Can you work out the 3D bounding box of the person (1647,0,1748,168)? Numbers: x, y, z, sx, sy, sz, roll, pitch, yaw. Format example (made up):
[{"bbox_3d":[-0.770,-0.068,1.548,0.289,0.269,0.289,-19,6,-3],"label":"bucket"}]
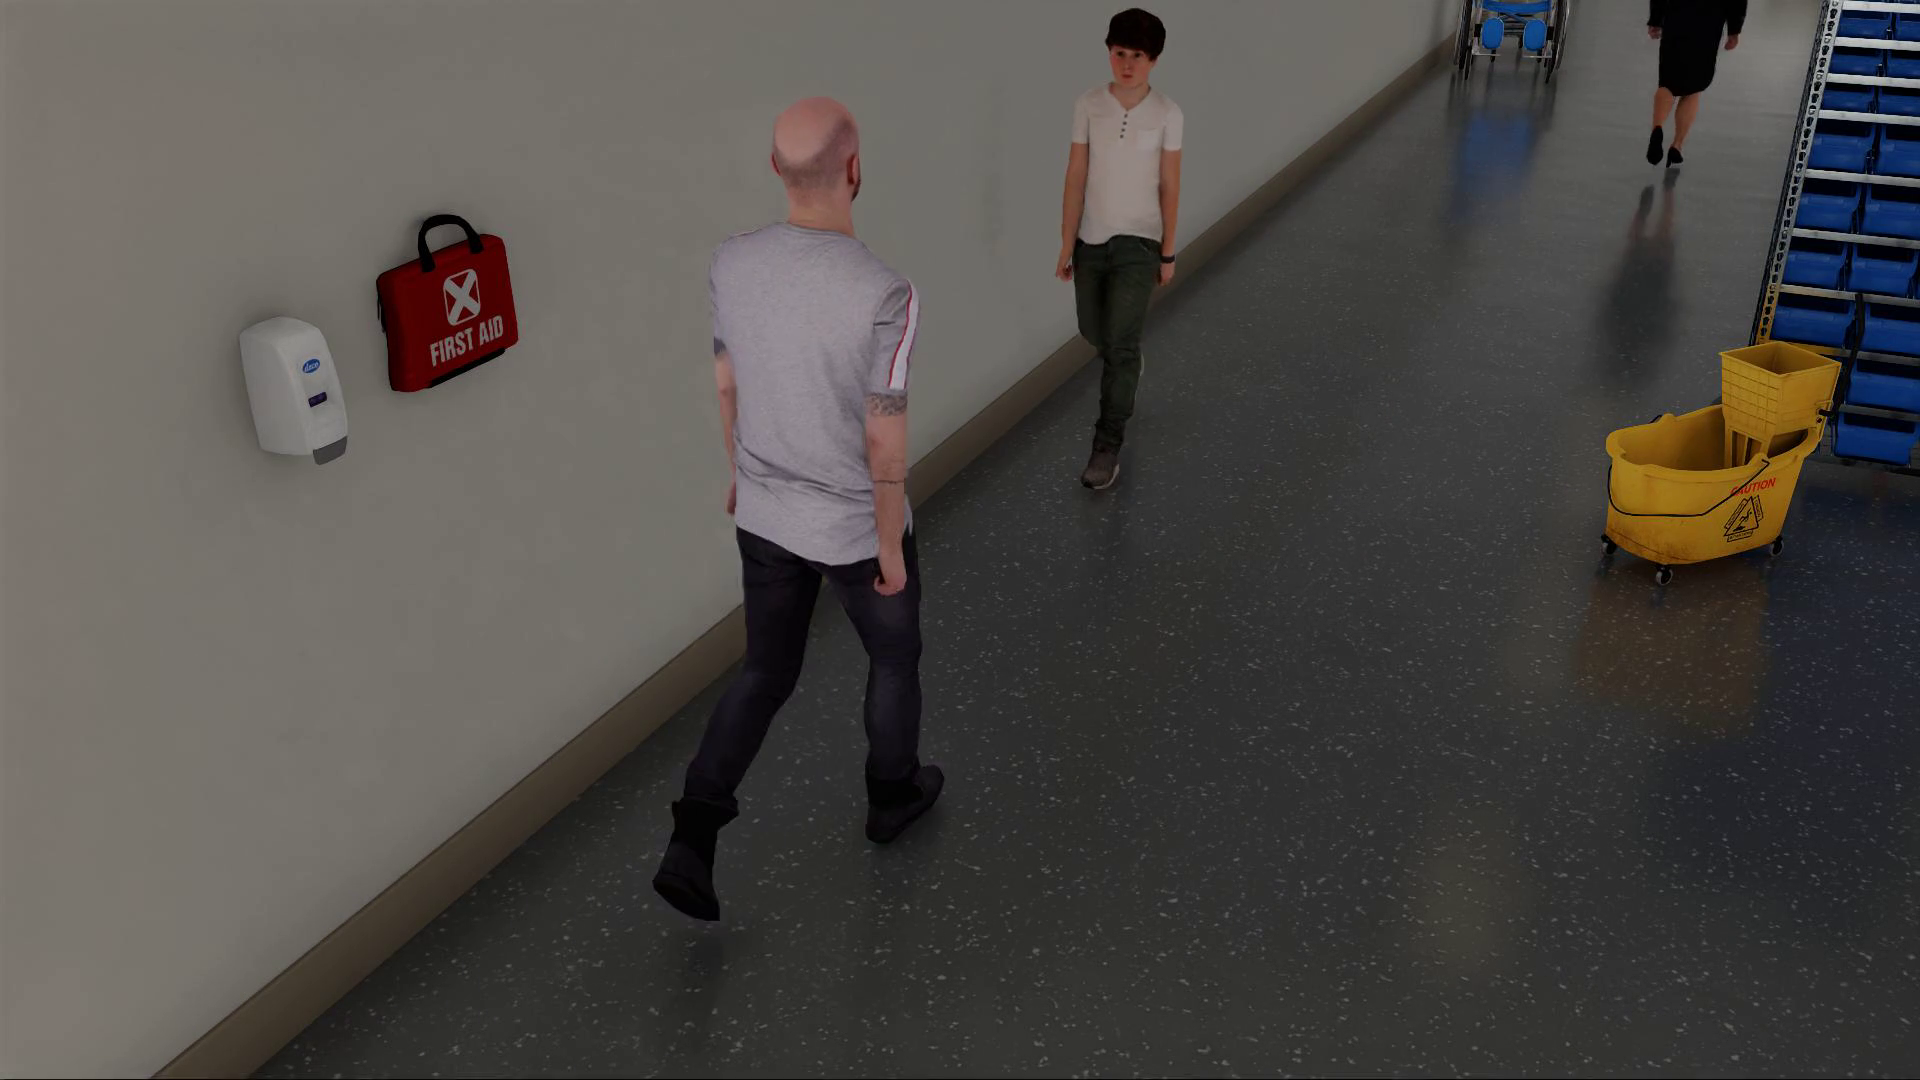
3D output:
[{"bbox_3d":[4.422,-3.064,10.104,0.815,1.660,0.831,16,30,29],"label":"person"}]

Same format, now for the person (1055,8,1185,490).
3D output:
[{"bbox_3d":[0.577,-1.061,5.985,1.044,1.629,0.655,9,27,19],"label":"person"}]

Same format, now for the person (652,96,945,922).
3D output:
[{"bbox_3d":[-0.362,0.009,3.565,1.126,1.803,0.808,14,29,26],"label":"person"}]
